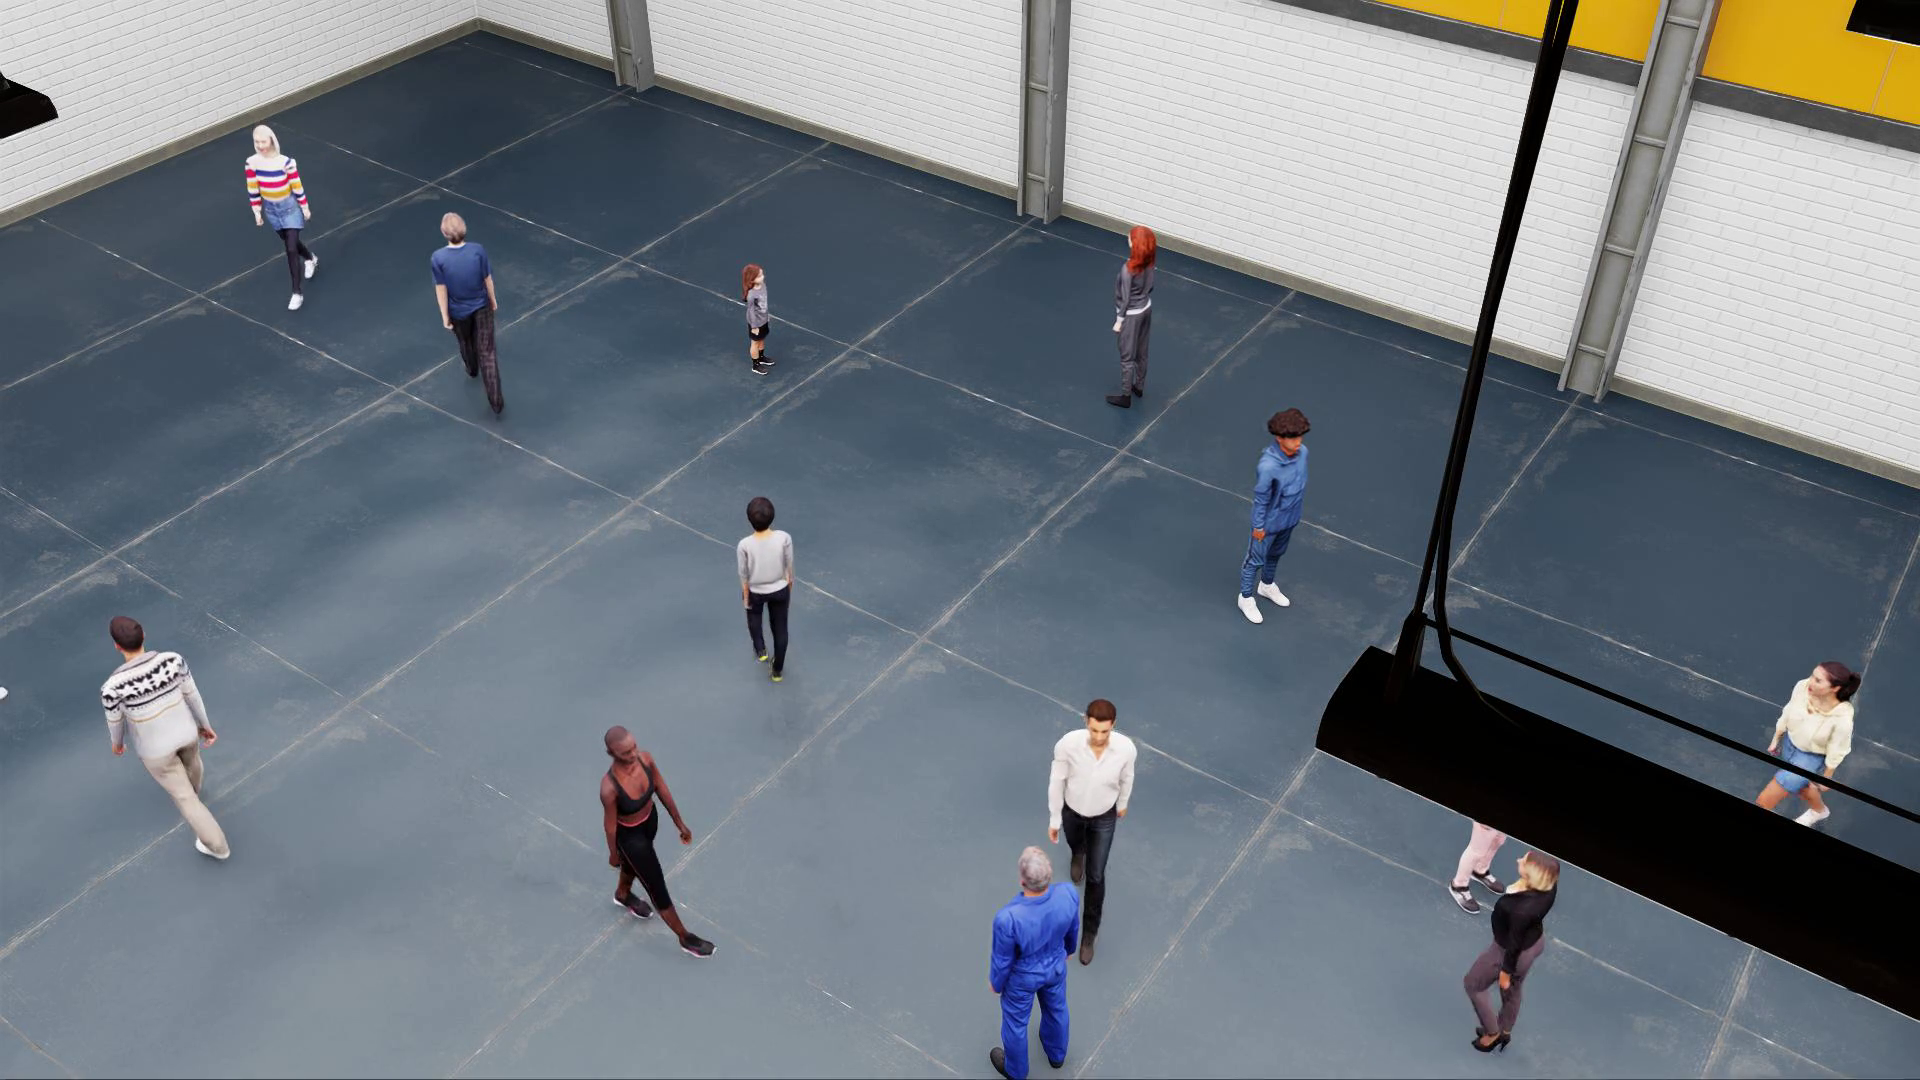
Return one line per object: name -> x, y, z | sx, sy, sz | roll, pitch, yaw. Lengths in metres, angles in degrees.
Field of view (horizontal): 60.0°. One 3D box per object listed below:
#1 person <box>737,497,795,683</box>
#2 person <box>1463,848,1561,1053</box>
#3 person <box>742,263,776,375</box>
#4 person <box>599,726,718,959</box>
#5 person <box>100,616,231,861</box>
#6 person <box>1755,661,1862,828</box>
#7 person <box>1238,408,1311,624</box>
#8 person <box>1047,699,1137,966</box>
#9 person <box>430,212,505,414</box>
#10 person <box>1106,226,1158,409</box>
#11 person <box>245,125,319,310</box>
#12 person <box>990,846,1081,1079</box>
person -> -1.372, 0.400, 11.930 | 0.760, 1.536, 0.827 | -8, 39, -10
person -> 3.201, 2.369, 9.361 | 0.579, 1.664, 0.625 | 30, 47, 32
person -> -1.869, -2.070, 15.367 | 0.526, 1.106, 0.526 | 10, 40, 12
person -> -2.033, 1.736, 10.104 | 1.140, 1.726, 0.676 | 18, 42, 21
person -> -4.983, 1.313, 10.559 | 1.124, 1.819, 0.678 | 25, 45, 28
person -> 5.452, 1.386, 10.653 | 1.169, 1.587, 1.156 | -9, 39, -11
person -> 2.368, -0.211, 12.476 | 0.733, 1.808, 0.656 | -27, 46, -30
person -> 0.777, 1.593, 10.196 | 1.247, 1.835, 1.117 | 5, 39, 6
person -> -4.291, -1.961, 14.662 | 1.106, 1.816, 1.310 | -14, 41, -17
person -> 1.541, -1.987, 14.722 | 0.531, 1.780, 0.593 | 28, 47, 31
person -> -6.604, -3.241, 16.304 | 1.200, 1.766, 1.126 | 2, 39, 2
person -> 0.413, 2.370, 9.230 | 0.788, 1.827, 0.738 | -19, 42, -22
